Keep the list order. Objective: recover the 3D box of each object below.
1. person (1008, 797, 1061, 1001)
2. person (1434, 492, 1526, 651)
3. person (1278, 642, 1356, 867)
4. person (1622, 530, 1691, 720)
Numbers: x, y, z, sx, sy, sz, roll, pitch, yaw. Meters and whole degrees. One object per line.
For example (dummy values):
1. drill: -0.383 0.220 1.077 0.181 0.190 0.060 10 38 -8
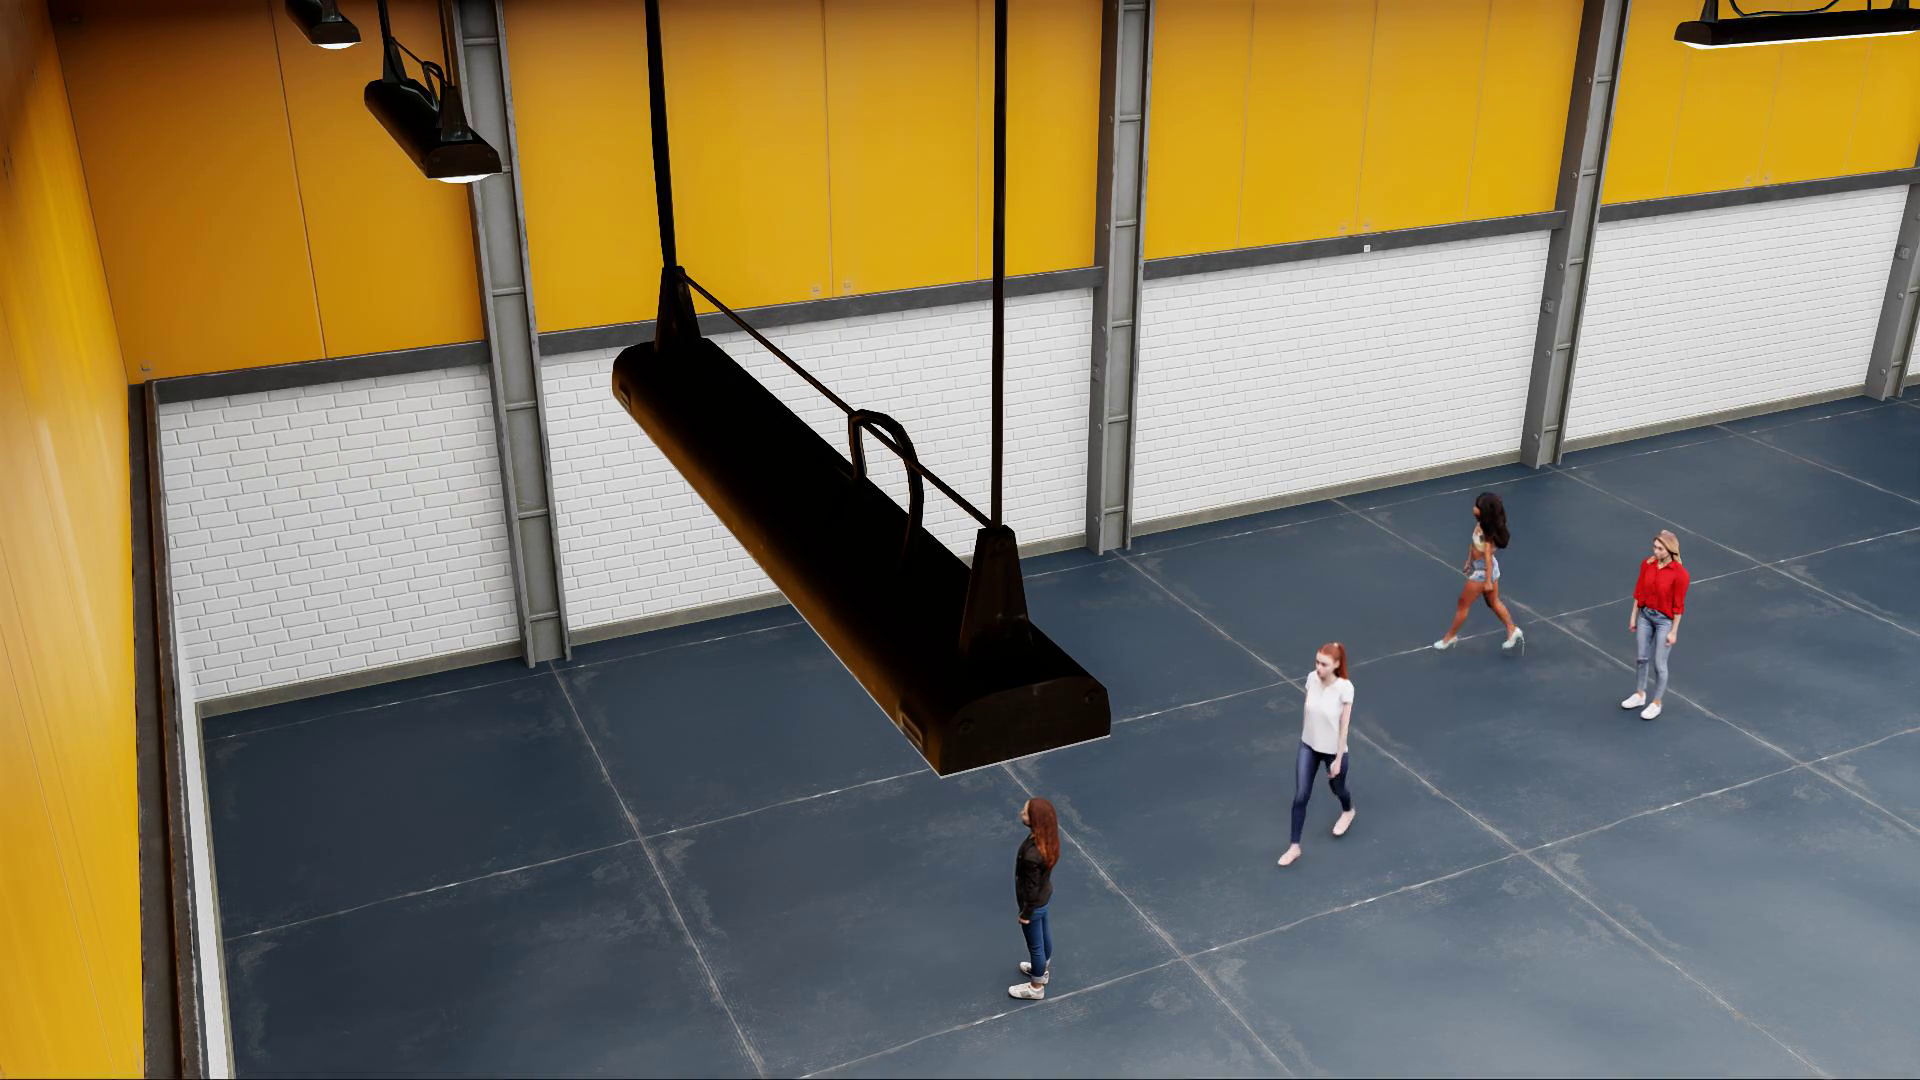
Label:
1. person: 0.500 2.318 10.840 0.692 1.483 0.639 7 25 16
2. person: 4.881 0.339 15.239 1.109 1.585 0.946 4 24 10
3. person: 2.761 1.543 12.338 0.908 1.702 1.197 18 29 35
4. person: 5.981 0.705 14.258 0.590 1.700 0.661 -16 28 -33
